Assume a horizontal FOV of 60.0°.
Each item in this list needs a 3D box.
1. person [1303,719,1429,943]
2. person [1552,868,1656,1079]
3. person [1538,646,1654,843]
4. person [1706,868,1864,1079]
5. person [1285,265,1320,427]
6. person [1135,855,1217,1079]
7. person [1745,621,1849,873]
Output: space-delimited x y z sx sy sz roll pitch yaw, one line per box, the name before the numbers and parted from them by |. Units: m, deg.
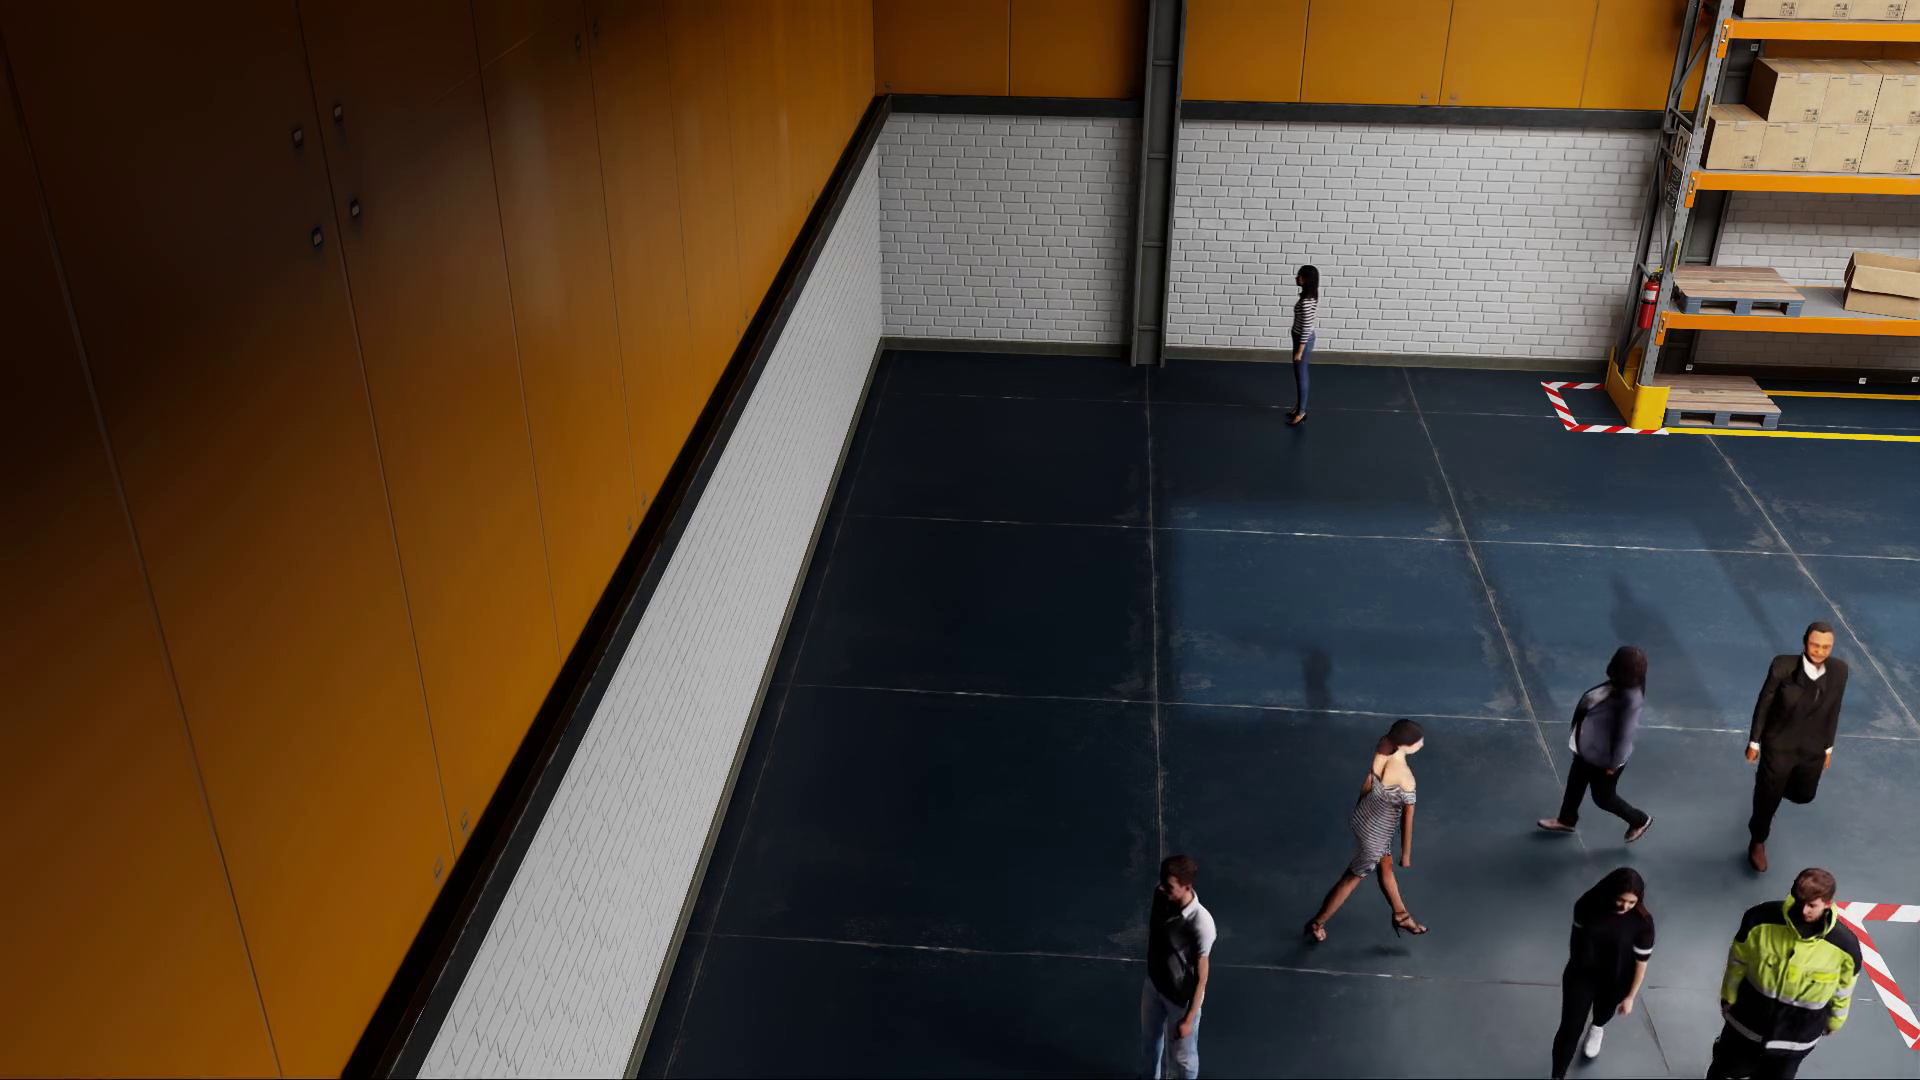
person | 2.522 1.879 10.547 1.103 1.771 0.793 -8 30 -14
person | 3.740 2.484 9.625 1.085 1.591 0.932 16 32 26
person | 4.544 1.452 11.534 0.951 1.576 0.655 2 29 4
person | 4.545 2.508 9.207 0.943 1.950 0.989 11 31 19
person | 3.664 -2.081 17.782 0.554 1.795 0.610 8 30 14
person | 1.237 2.504 9.319 0.796 1.850 0.766 -16 33 -27
person | 5.693 1.342 11.409 0.934 1.888 0.809 5 29 10
